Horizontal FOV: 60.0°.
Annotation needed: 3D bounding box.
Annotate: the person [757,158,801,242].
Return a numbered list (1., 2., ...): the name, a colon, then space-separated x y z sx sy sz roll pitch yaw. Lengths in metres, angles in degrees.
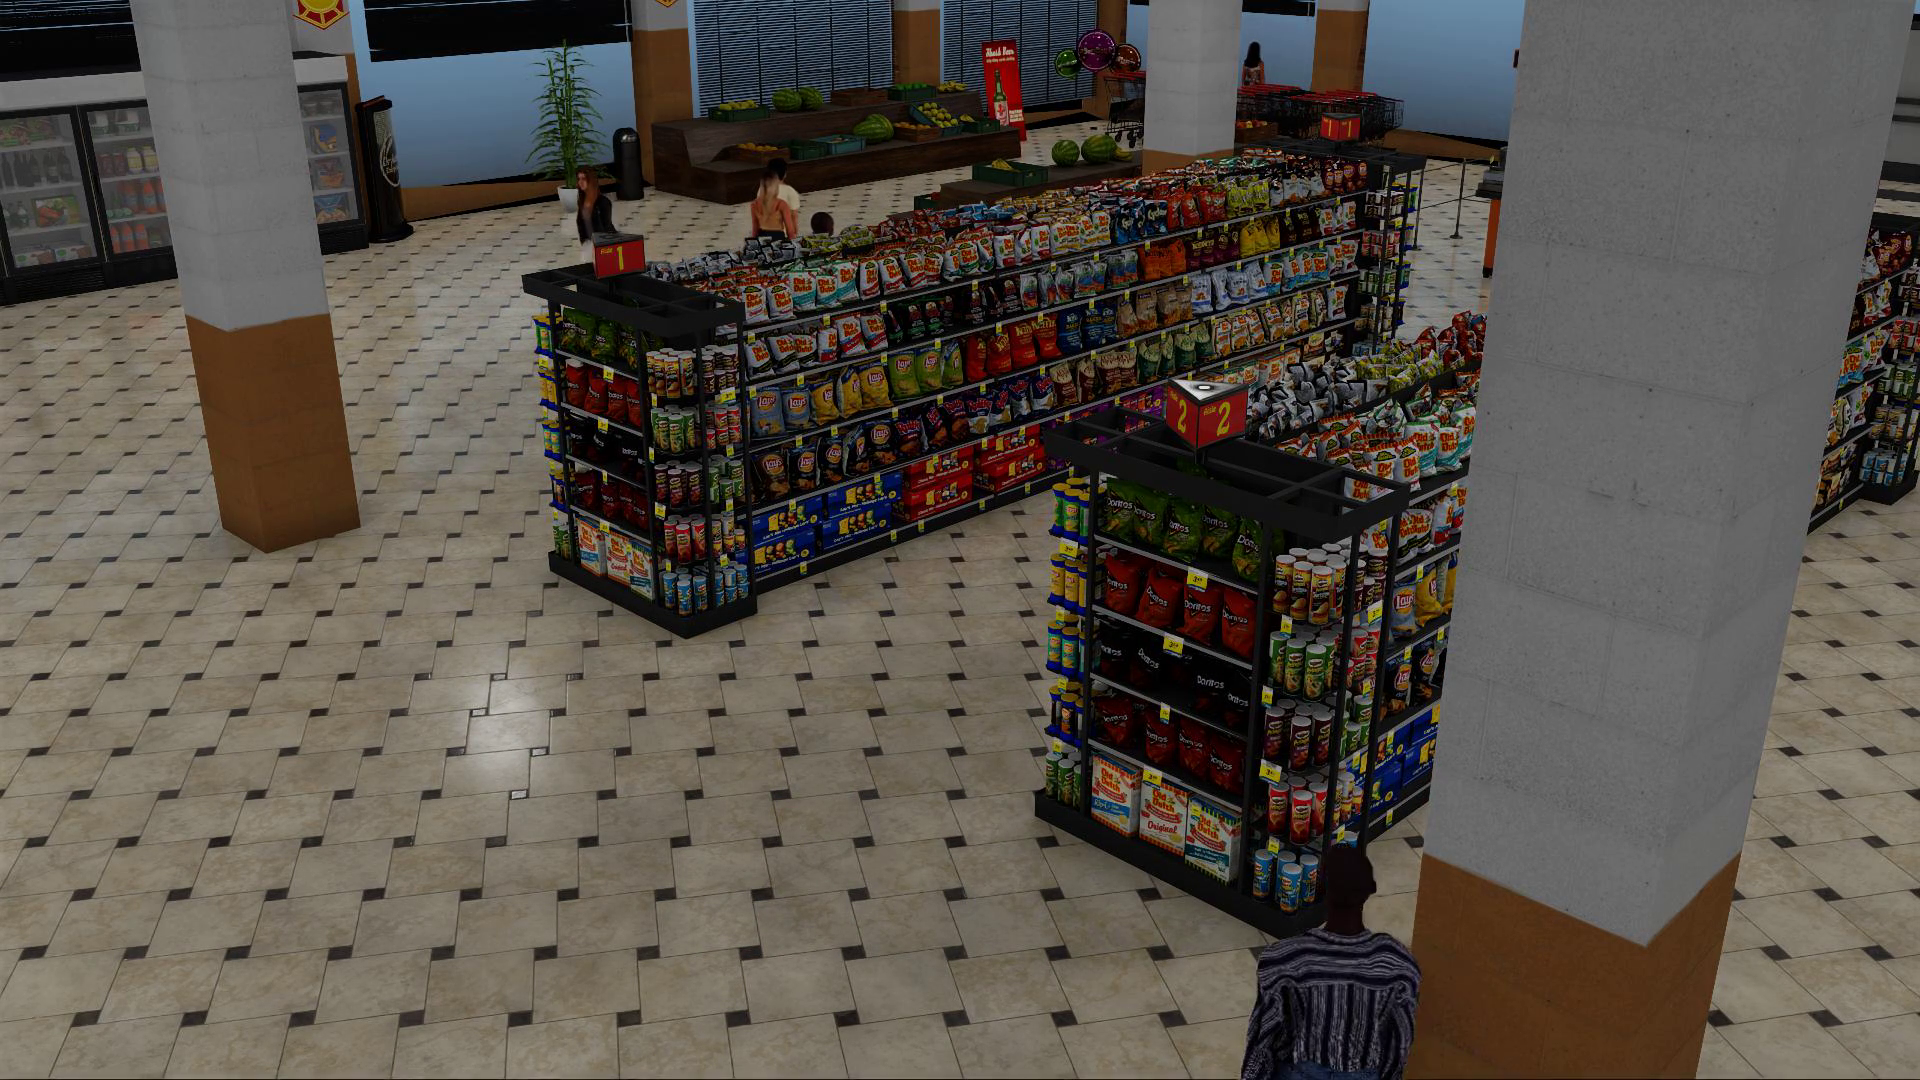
1. person: -1.914 -3.175 17.389 0.696 1.575 0.726 4 22 11

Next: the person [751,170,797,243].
1. person: -1.883 -2.799 16.440 0.921 1.586 1.221 8 23 19

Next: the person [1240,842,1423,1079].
1. person: 1.099 1.727 4.907 0.769 1.786 0.833 -1 22 -2

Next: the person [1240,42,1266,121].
1. person: 5.019 -7.697 28.554 0.660 1.642 0.535 18 28 38
